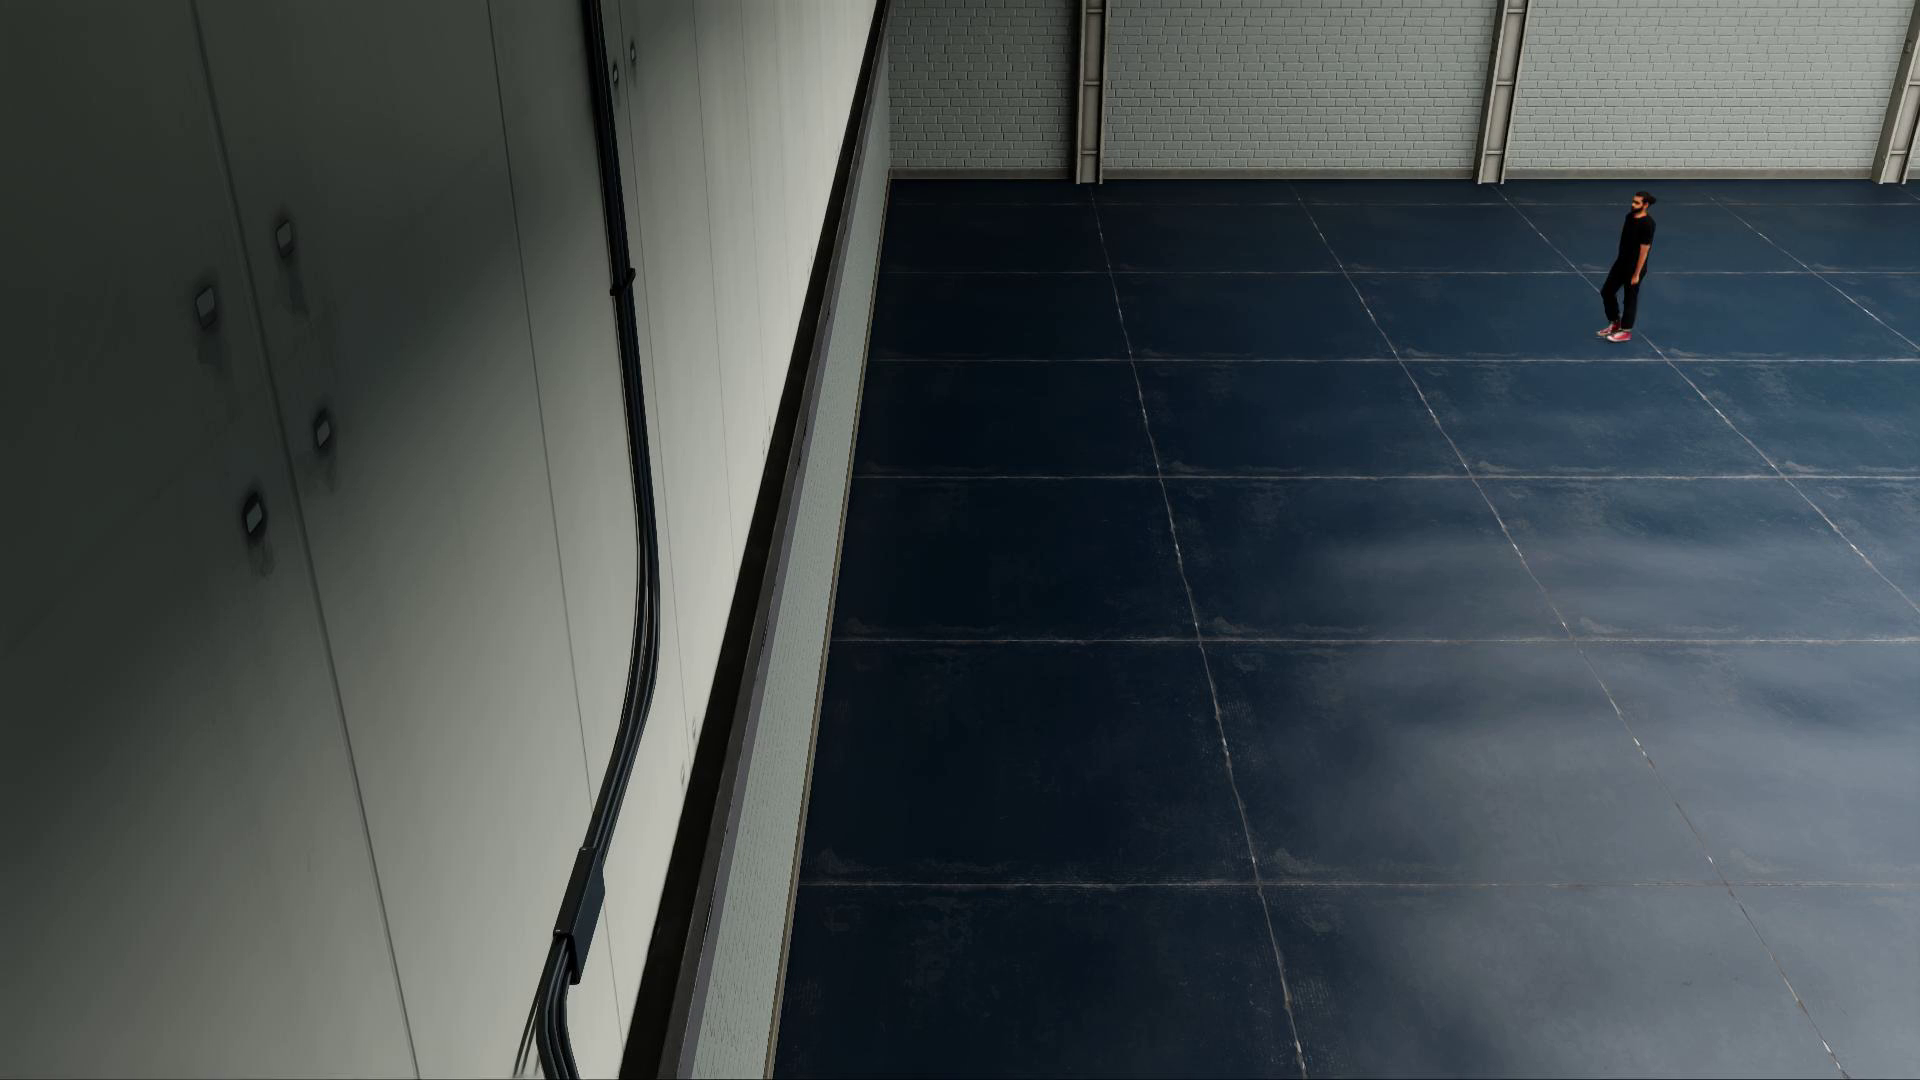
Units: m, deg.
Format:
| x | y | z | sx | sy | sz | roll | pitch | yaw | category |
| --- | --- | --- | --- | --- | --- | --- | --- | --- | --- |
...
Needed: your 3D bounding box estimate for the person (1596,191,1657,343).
| x | y | z | sx | sy | sz | roll | pitch | yaw | category |
| --- | --- | --- | --- | --- | --- | --- | --- | --- | --- |
| 7.642 | -3.088 | 18.782 | 0.697 | 1.750 | 0.721 | -7 | 29 | -13 | person |
